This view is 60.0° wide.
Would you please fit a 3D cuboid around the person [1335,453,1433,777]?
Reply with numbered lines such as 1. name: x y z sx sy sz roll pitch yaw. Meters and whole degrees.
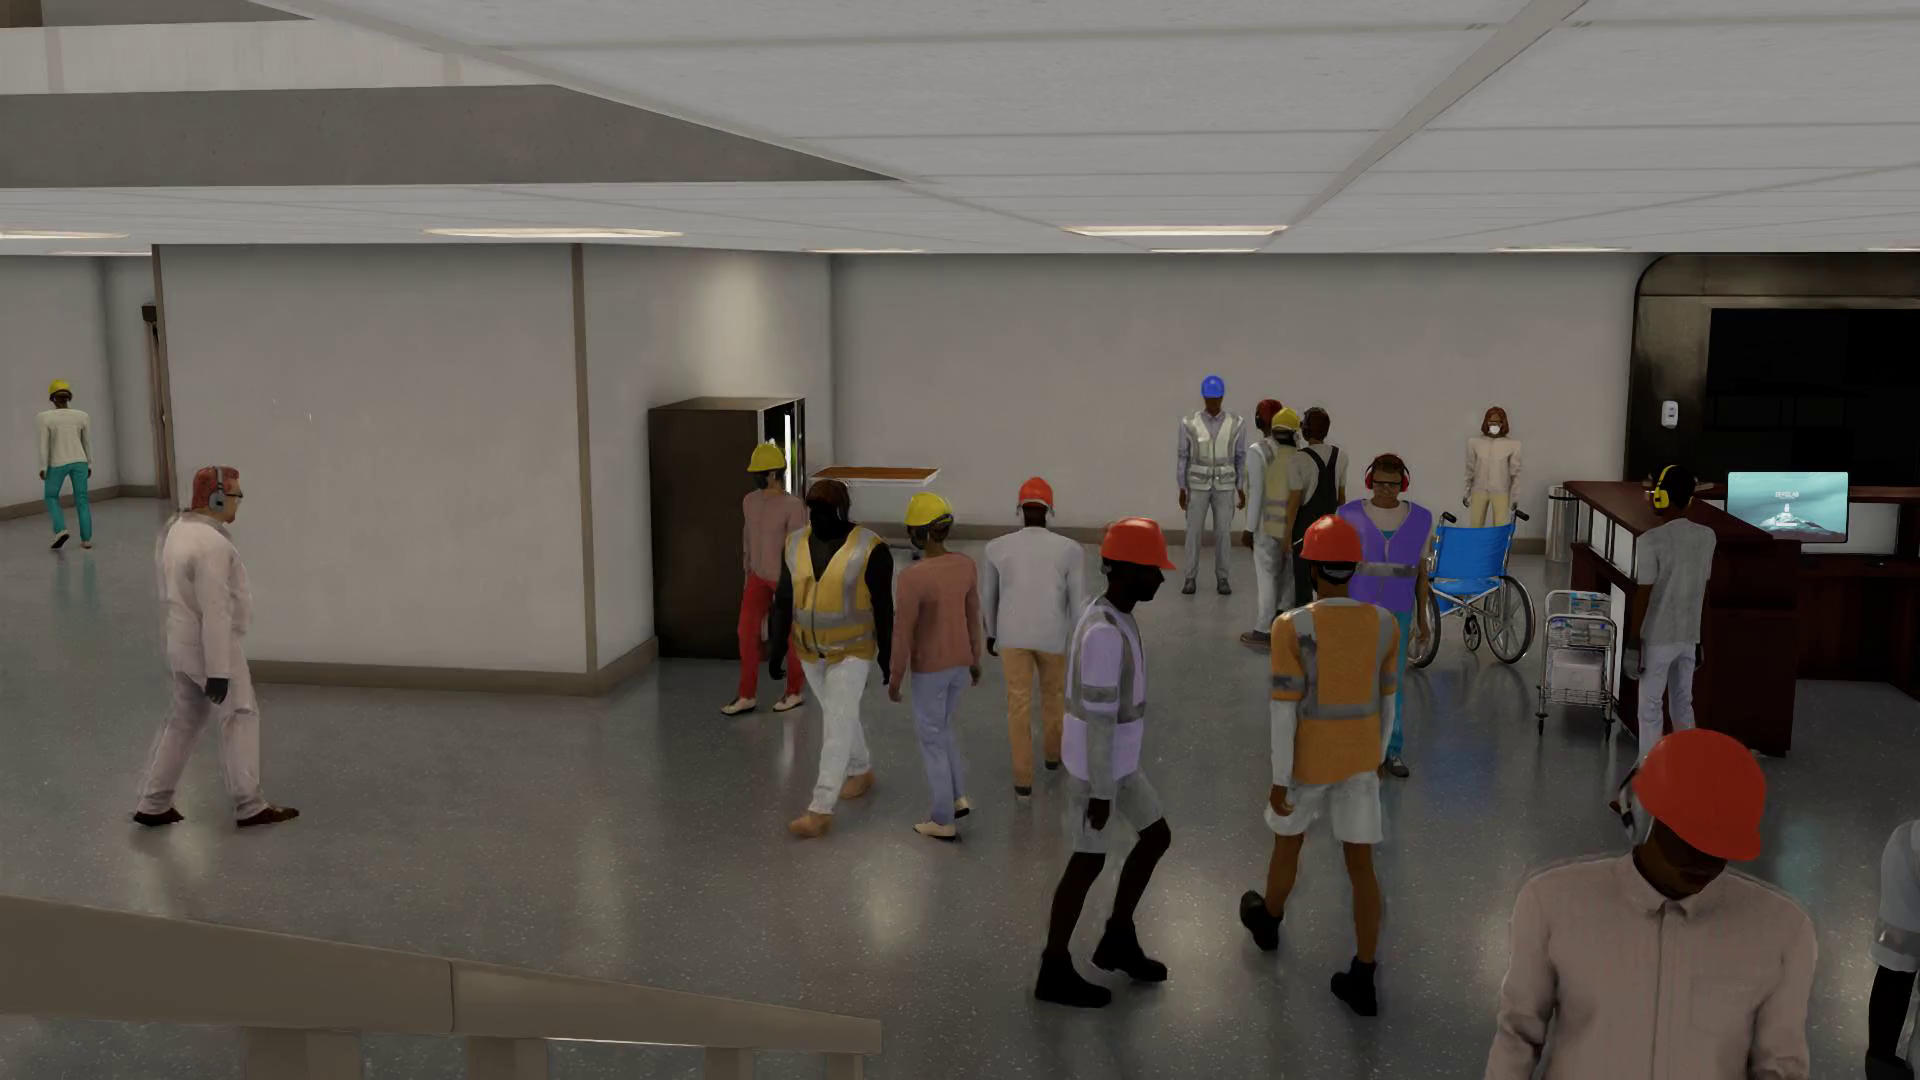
1. person: 2.363 0.420 9.384 0.564 1.837 0.388 0 9 1

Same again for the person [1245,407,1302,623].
1. person: 2.435 -0.092 12.569 0.599 1.818 0.468 5 11 29

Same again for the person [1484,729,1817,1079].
1. person: 1.458 1.302 3.634 0.633 1.950 0.870 2 10 14

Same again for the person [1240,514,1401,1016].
1. person: 1.452 0.839 6.636 0.575 1.884 0.975 -2 9 -11

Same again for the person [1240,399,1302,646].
1. person: 2.364 -0.136 12.669 0.574 1.881 0.357 -8 12 -41

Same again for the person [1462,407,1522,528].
1. person: 4.830 -0.401 15.114 0.504 1.627 0.285 5 10 27

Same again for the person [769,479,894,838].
1. person: -0.665 0.564 8.652 0.647 1.790 0.982 5 10 27

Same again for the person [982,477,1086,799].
1. person: 0.407 0.512 9.194 0.571 1.707 0.814 0 9 0

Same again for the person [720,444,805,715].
1. person: -1.256 0.267 10.579 0.547 1.741 0.711 6 11 33

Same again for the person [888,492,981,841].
1. person: -0.123 0.633 8.326 0.402 1.748 0.553 9 13 43

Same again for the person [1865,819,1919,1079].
1. person: 2.400 1.268 3.804 0.614 1.952 0.386 6 11 33

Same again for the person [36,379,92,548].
1. person: -9.149 -0.771 17.035 0.495 1.734 0.539 8 12 41

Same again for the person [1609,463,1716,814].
1. person: 3.653 0.535 8.610 0.511 1.862 0.326 -4 10 -22

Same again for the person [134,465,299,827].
1. person: -3.874 0.571 8.446 0.794 1.877 0.665 -8 12 -41

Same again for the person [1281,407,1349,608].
1. person: 2.623 -0.068 12.355 0.508 1.846 0.345 -4 10 -23

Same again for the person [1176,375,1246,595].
1. person: 2.212 -0.483 14.625 0.606 1.946 0.403 0 9 2

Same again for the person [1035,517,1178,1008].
1. person: 0.599 0.859 6.456 0.636 1.905 0.567 2 9 12
